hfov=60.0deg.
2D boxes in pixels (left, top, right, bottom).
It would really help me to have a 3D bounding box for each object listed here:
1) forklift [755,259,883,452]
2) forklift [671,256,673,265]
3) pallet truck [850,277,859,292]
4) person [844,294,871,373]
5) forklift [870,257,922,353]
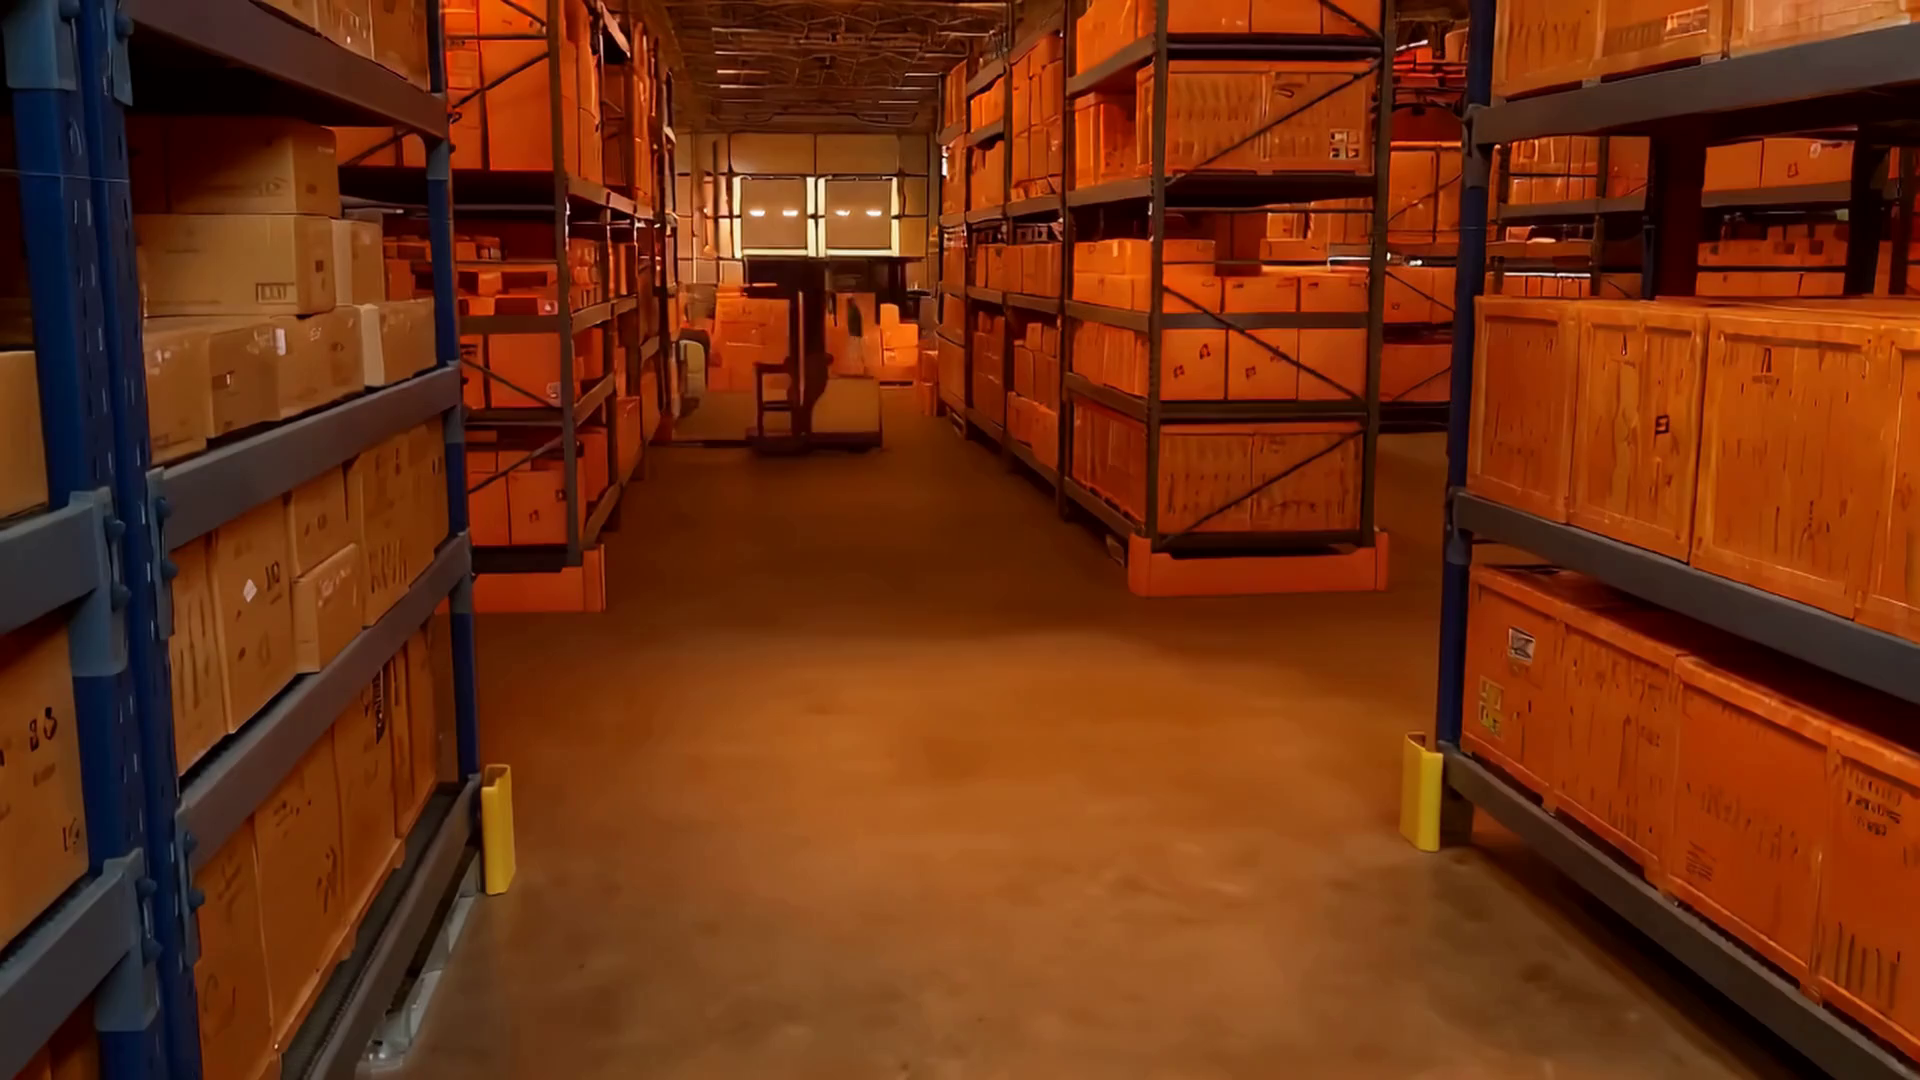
[{"bbox_3d":[-2.114,-2.746,24.551,1.873,2.768,1.129,-1,10,-7],"label":"forklift"},{"bbox_3d":[-10.987,-9.066,61.344,1.129,2.768,1.873,-1,10,-7],"label":"forklift"},{"bbox_3d":[-3.782,-9.391,65.808,1.885,1.965,0.823,2,10,10],"label":"pallet truck"},{"bbox_3d":[-2.630,-5.017,40.503,1.026,1.938,0.643,-3,10,-19],"label":"person"},{"bbox_3d":[-2.190,-6.798,48.143,1.873,2.768,1.129,-8,13,-39],"label":"forklift"}]
